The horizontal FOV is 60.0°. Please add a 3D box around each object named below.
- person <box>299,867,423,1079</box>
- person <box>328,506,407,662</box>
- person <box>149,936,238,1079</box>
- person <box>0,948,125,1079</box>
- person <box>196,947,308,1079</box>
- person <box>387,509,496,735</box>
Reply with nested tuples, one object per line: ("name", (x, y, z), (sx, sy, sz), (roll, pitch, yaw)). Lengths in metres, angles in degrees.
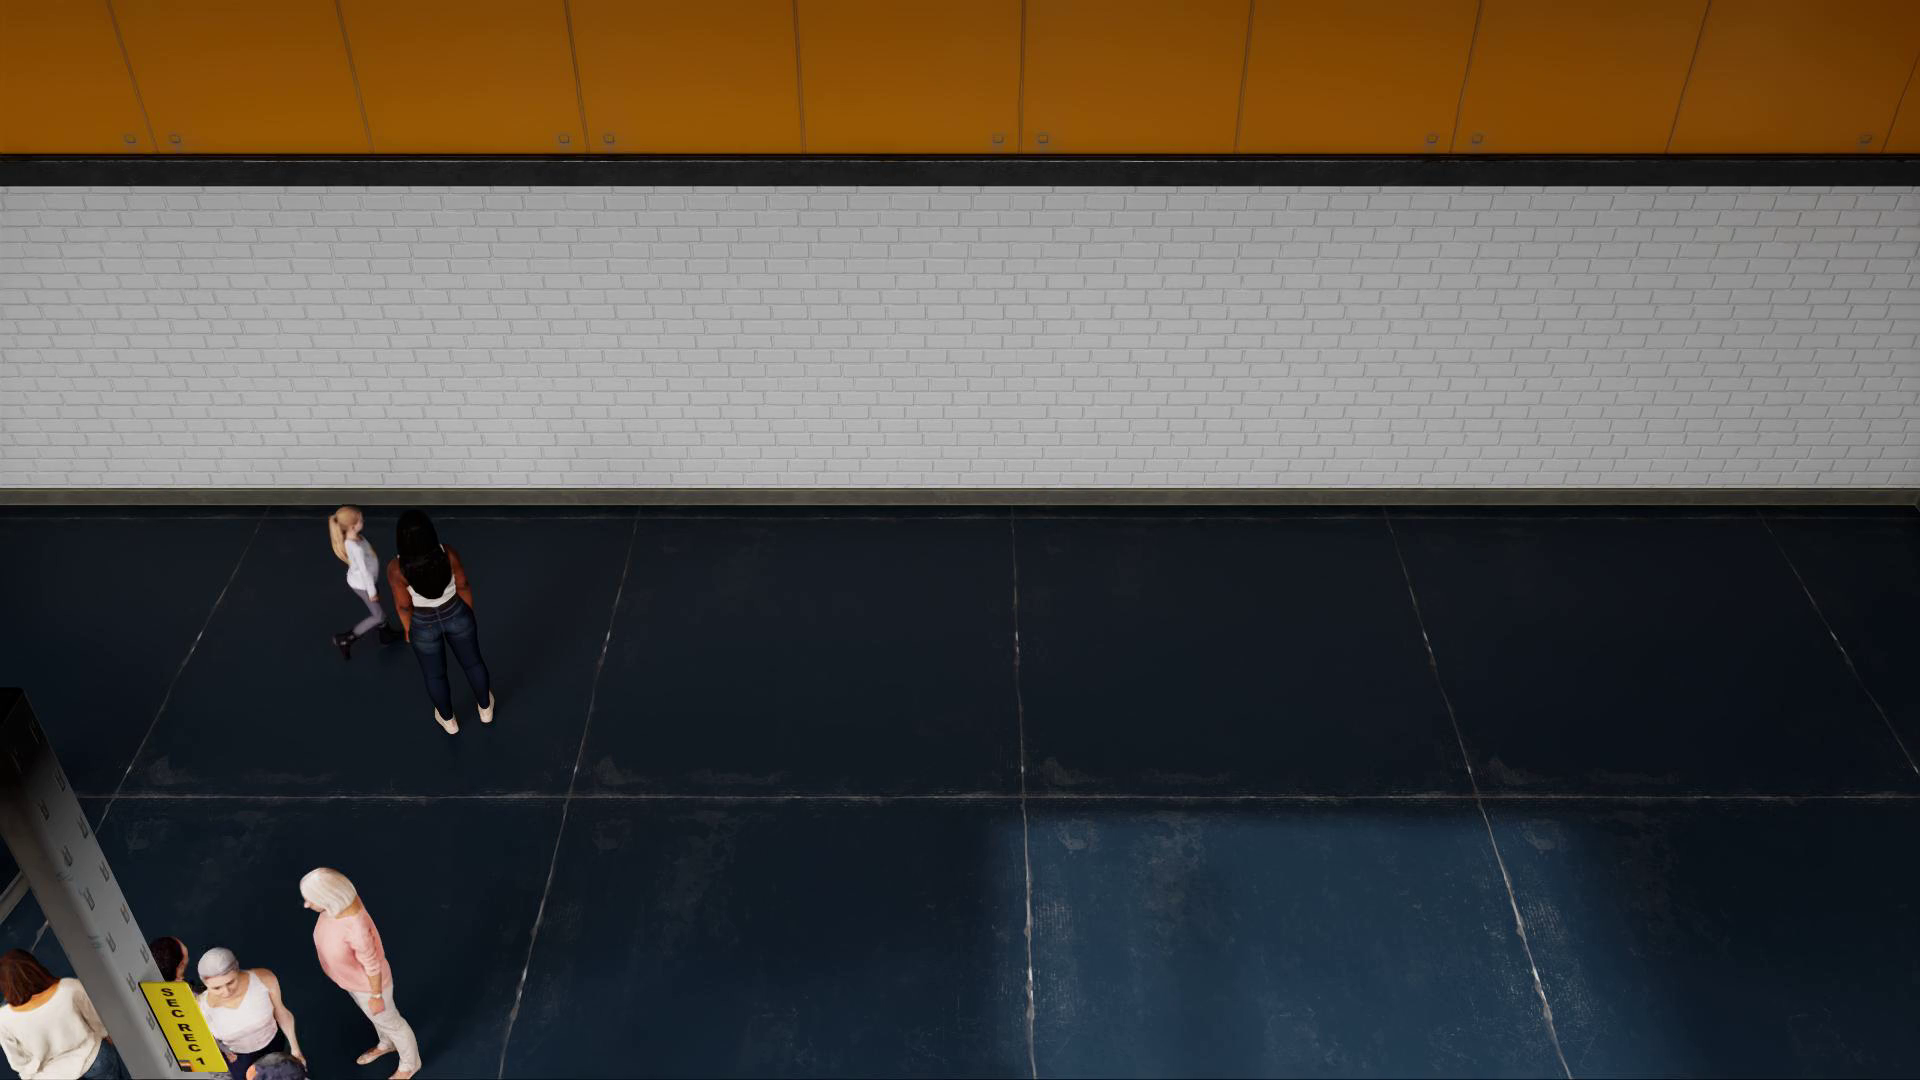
("person", (-3.168, 2.293, 8.833), (0.734, 1.723, 0.664), (-29, 47, -32))
("person", (-4.230, 0.317, 11.671), (0.768, 1.267, 0.777), (-21, 43, -24))
("person", (-3.879, 2.669, 8.414), (0.709, 1.658, 0.704), (14, 41, 17))
("person", (-4.508, 2.650, 8.420), (0.702, 1.680, 0.738), (-26, 46, -29))
("person", (-3.640, 2.552, 8.561), (1.046, 1.656, 1.184), (-25, 45, -28))
("person", (-3.424, 0.536, 10.963), (0.732, 1.809, 0.741), (-16, 41, -19))
